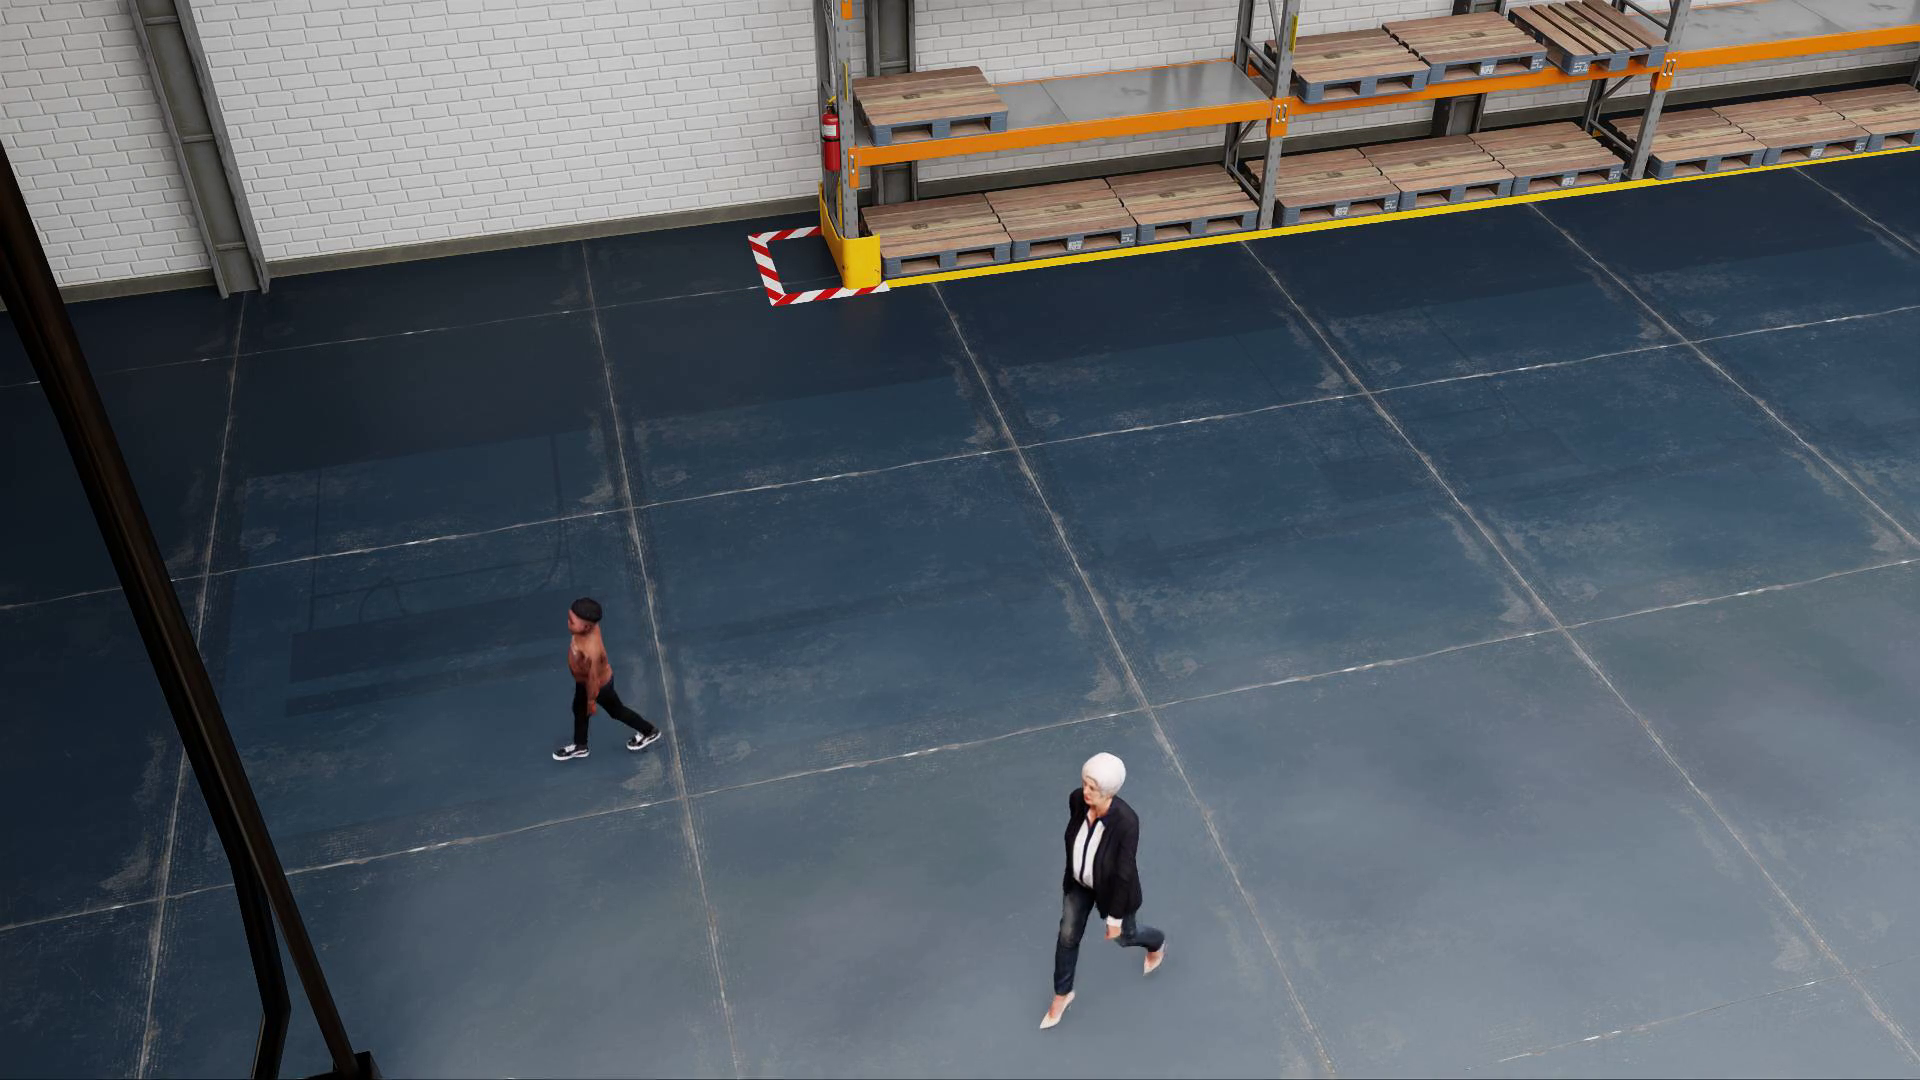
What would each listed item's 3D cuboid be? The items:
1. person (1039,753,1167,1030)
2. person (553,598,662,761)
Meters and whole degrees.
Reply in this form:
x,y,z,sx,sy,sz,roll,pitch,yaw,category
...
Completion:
x,y,z,sx,sy,sz,roll,pitch,yaw,category
0.806,1.788,8.513,1.173,1.762,1.050,-31,48,-33,person
-2.136,0.849,10.065,0.895,1.231,0.547,-11,40,-14,person
